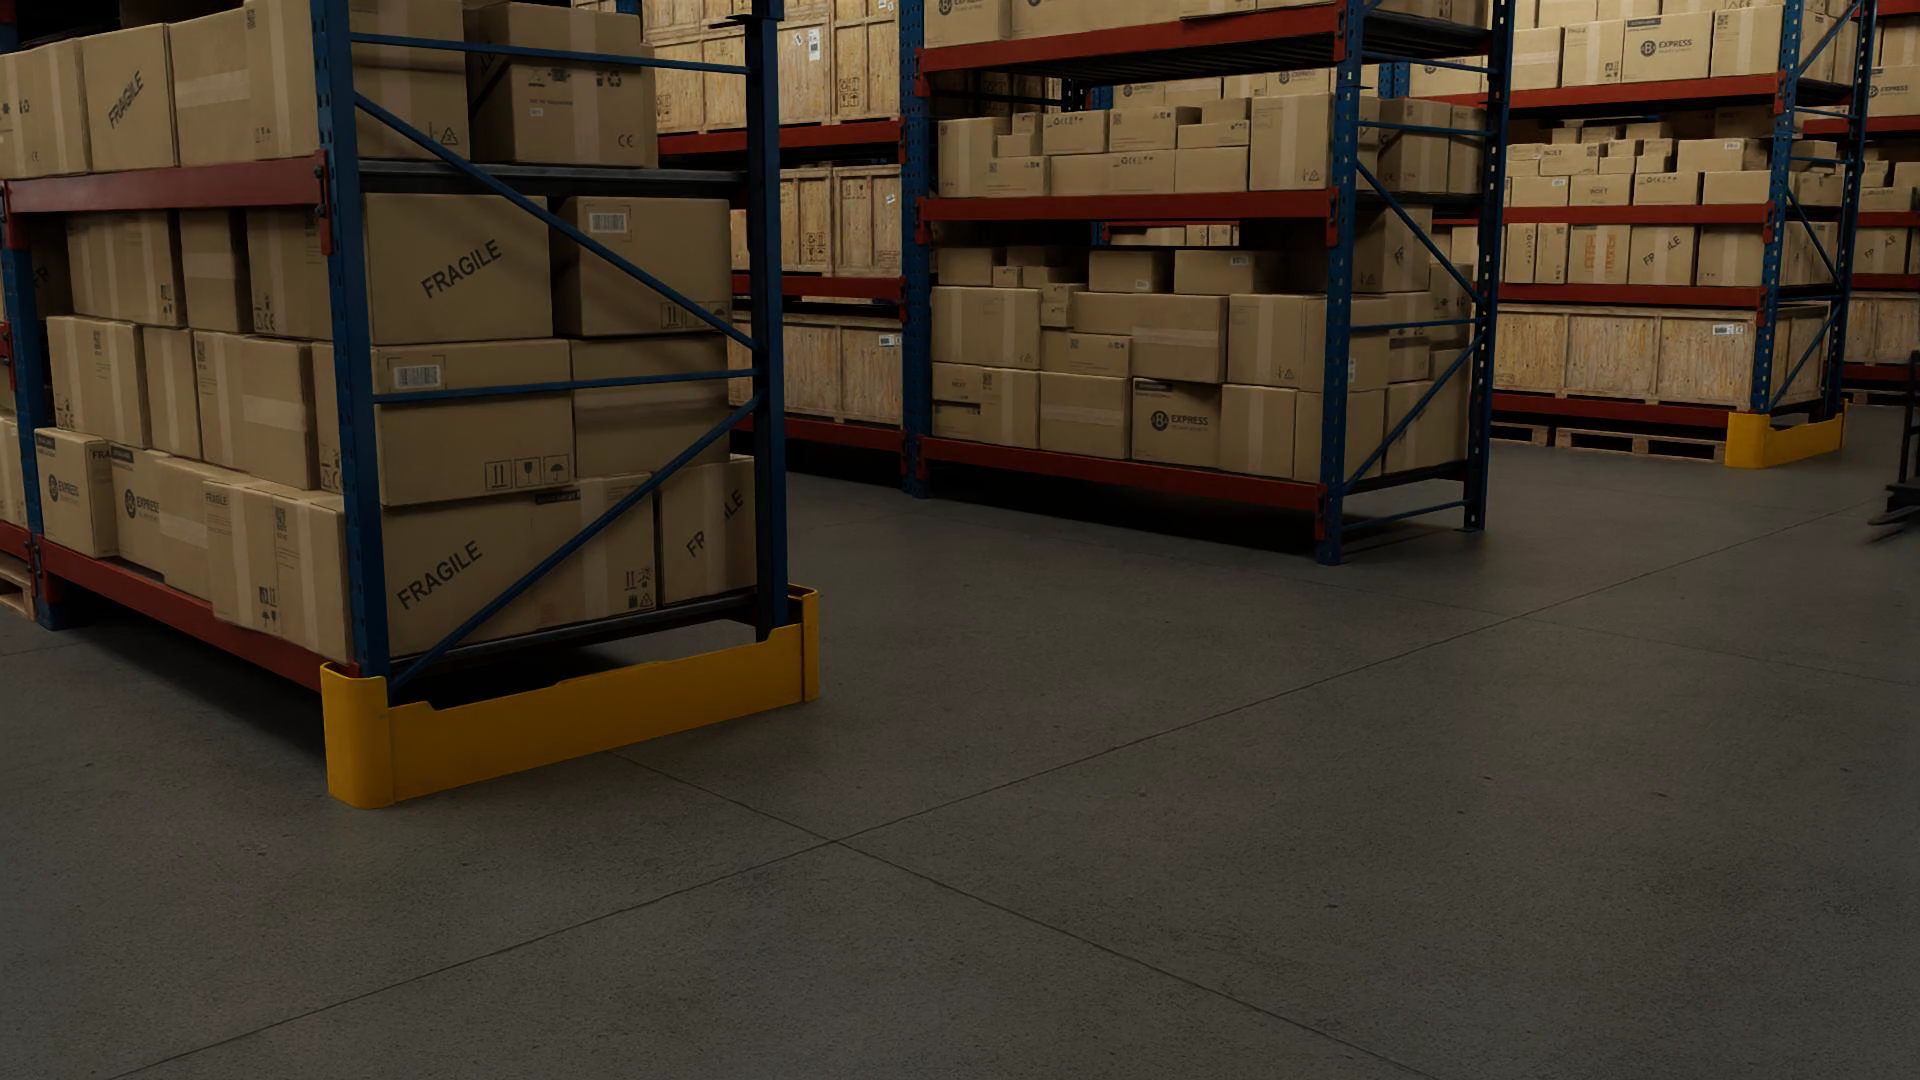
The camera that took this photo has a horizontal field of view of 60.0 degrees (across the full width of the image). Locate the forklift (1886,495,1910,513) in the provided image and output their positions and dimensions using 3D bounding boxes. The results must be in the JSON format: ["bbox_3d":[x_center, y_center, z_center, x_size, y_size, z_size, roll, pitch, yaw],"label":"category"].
[{"bbox_3d":[8.085,-1.609,12.628,1.873,2.768,1.129,-10,14,-44],"label":"forklift"}]

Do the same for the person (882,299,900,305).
[{"bbox_3d":[-0.721,-2.237,18.665,0.441,1.918,0.561,9,14,41],"label":"person"}]
